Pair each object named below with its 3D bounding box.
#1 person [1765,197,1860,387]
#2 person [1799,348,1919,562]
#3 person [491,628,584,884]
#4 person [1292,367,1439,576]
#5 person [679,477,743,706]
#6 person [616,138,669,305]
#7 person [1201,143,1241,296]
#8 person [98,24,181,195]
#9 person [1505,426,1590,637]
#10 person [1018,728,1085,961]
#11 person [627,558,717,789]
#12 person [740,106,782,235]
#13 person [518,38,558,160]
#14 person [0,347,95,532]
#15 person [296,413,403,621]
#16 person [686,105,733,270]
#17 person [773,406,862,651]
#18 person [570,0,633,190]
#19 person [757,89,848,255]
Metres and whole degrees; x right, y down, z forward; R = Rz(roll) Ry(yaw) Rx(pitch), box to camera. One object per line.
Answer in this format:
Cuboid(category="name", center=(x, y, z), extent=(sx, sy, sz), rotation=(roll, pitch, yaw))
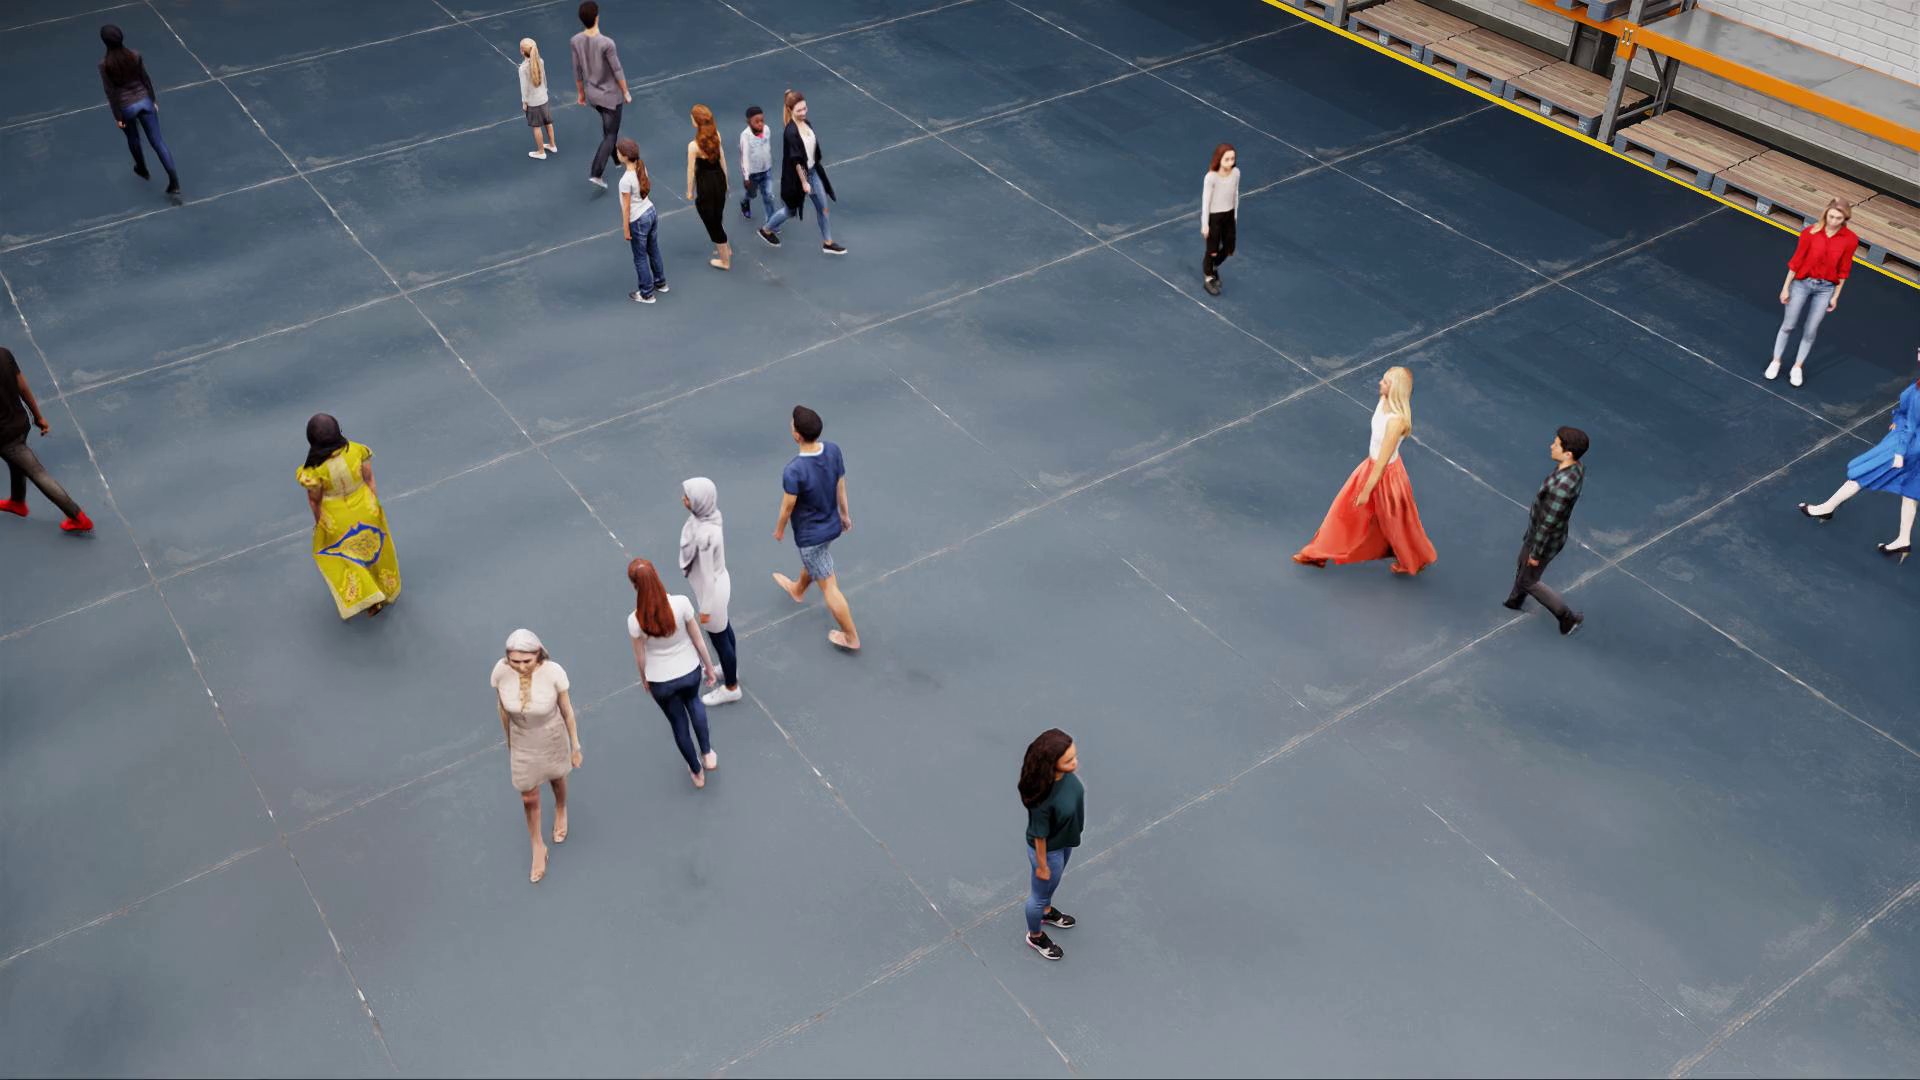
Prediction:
Cuboid(category="person", center=(7.098, -2.089, 13.851), extent=(0.654, 1.699, 0.764), rotation=(14, 41, 17))
Cuboid(category="person", center=(6.874, -0.608, 11.923), extent=(0.631, 1.791, 1.021), rotation=(-23, 44, -26))
Cuboid(category="person", center=(-2.457, 1.133, 9.800), extent=(0.849, 1.721, 0.947), rotation=(-1, 39, -1))
Cuboid(category="person", center=(3.071, -0.412, 11.712), extent=(1.234, 1.748, 1.252), rotation=(3, 39, 4))
Cuboid(category="person", center=(-1.603, 0.323, 10.769), extent=(0.749, 1.775, 0.628), rotation=(-4, 39, -5))
Cuboid(category="person", center=(-2.876, -2.889, 14.962), extent=(0.654, 1.563, 0.617), rotation=(16, 41, 19))
Cuboid(category="person", center=(2.317, -2.945, 15.102), extent=(0.598, 1.475, 0.581), rotation=(-17, 42, -20))
Cuboid(category="person", center=(-8.139, -4.231, 16.533), extent=(1.239, 1.699, 0.779), rotation=(31, 48, 33))
Cuboid(category="person", center=(4.098, -0.021, 11.459), extent=(1.044, 1.697, 0.929), rotation=(18, 42, 21))
Cuboid(category="person", center=(0.499, 1.659, 9.223), extent=(0.753, 1.617, 0.712), rotation=(14, 41, 16))
Cuboid(category="person", center=(-1.719, 0.889, 10.107), extent=(0.660, 1.718, 0.640), rotation=(-11, 40, -14))
Cuboid(category="person", center=(-1.993, -3.630, 16.142), extent=(0.521, 1.248, 0.854), rotation=(-20, 43, -23))
Cuboid(category="person", center=(-4.427, -4.621, 17.361), extent=(0.616, 1.276, 0.581), rotation=(21, 43, 24))
Cuboid(category="person", center=(-6.865, -0.765, 12.154), extent=(1.239, 1.748, 1.138), rotation=(9, 40, 11))
Cuboid(category="person", center=(-4.168, -0.120, 11.427), extent=(0.847, 1.648, 1.010), rotation=(-31, 48, -33))
Cuboid(category="person", center=(-2.235, -3.208, 15.320), extent=(0.732, 1.615, 0.671), rotation=(21, 43, 25))
Cuboid(category="person", center=(-0.900, -0.028, 11.195), extent=(1.230, 1.792, 0.829), rotation=(28, 47, 31))
Cuboid(category="person", center=(-3.619, -4.435, 16.691), extent=(1.181, 1.821, 1.074), rotation=(18, 42, 22))
Cuboid(category="person", center=(-1.577, -3.380, 15.510), extent=(1.176, 1.646, 0.980), rotation=(14, 41, 17))
